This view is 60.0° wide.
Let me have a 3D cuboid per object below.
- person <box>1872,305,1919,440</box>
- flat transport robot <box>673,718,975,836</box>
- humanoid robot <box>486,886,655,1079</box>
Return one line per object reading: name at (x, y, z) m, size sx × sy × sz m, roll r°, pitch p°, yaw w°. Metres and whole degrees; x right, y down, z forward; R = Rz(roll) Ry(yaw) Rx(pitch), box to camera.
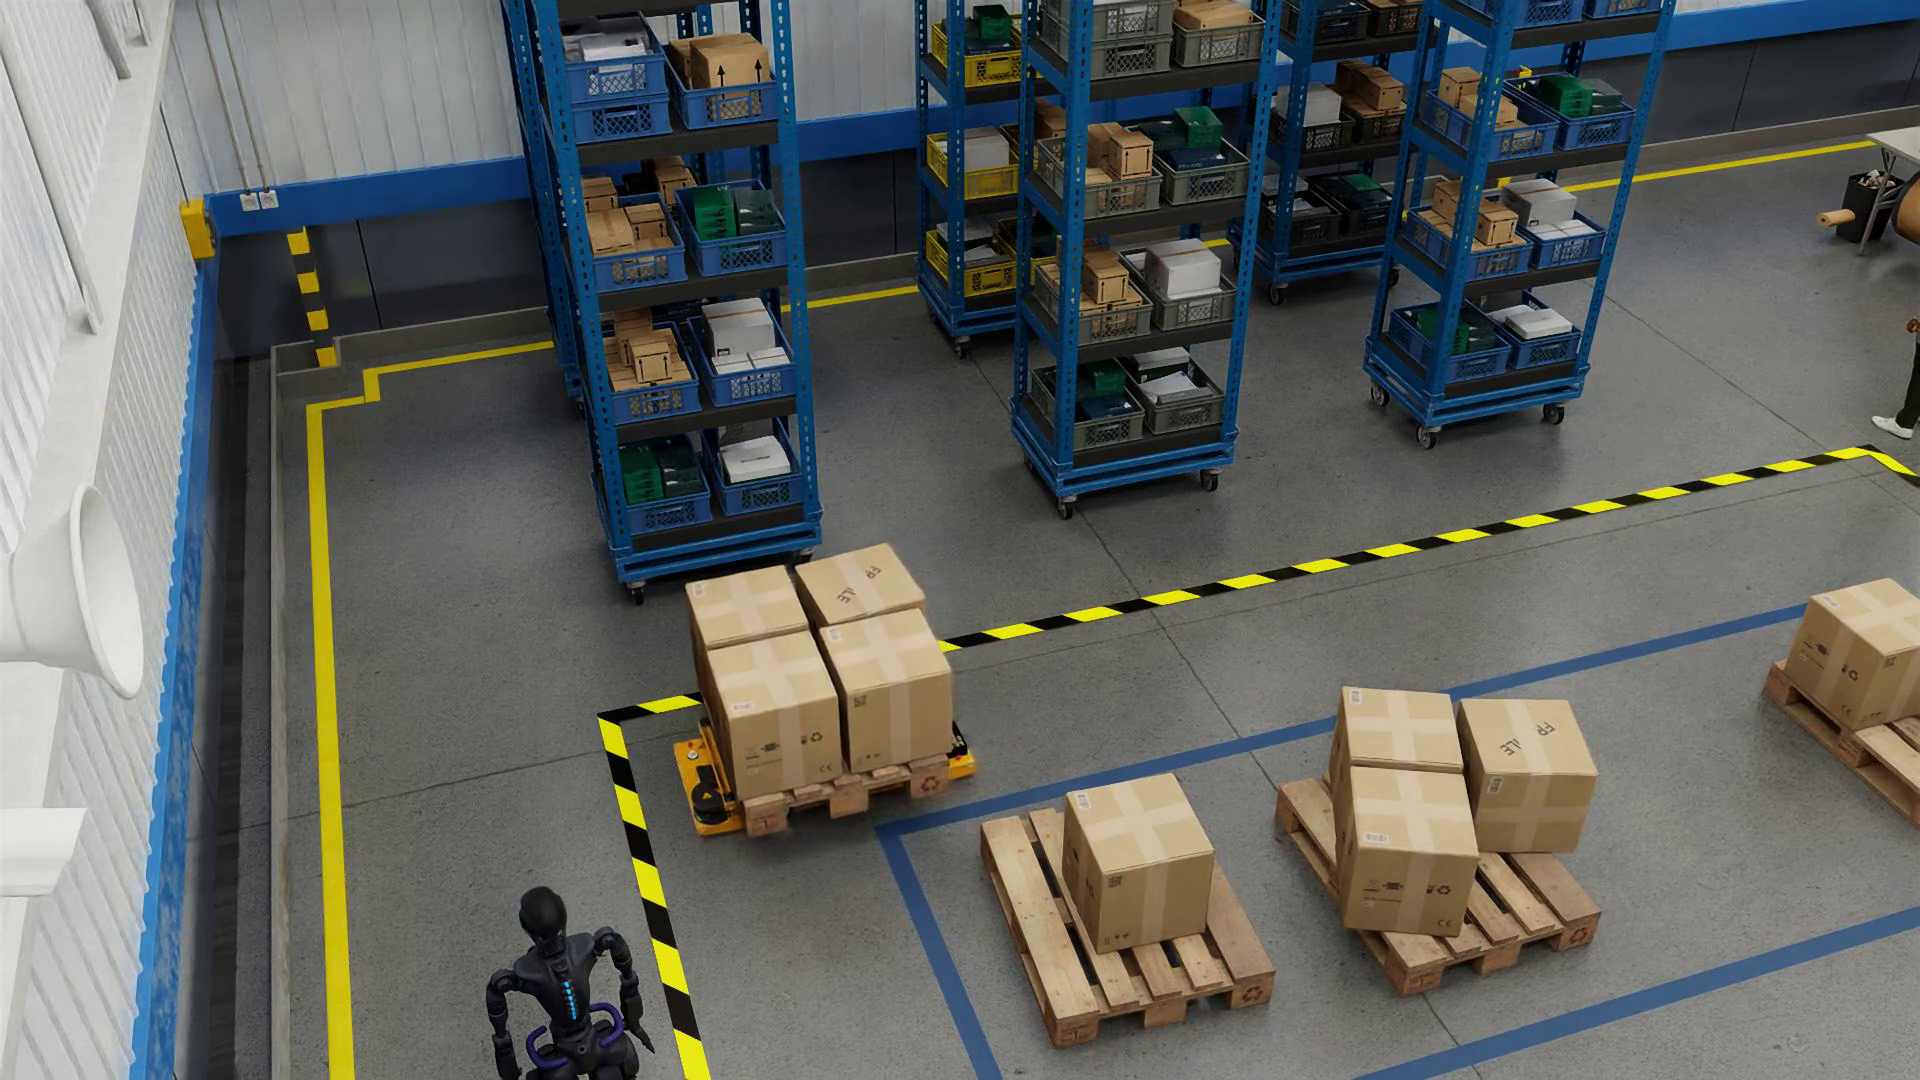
person at (6.463, -1.510, 10.823) m, size 0.592 × 1.852 × 0.361 m, roll -10°, pitch 36°, yaw -13°
flat transport robot at (-0.704, 1.072, 8.511) m, size 1.431 × 0.197 × 0.652 m, roll -11°, pitch 37°, yaw -15°
humanoid robot at (-1.420, 1.902, 6.123) m, size 0.599 × 1.658 × 0.315 m, roll -18°, pitch 39°, yaw -24°
